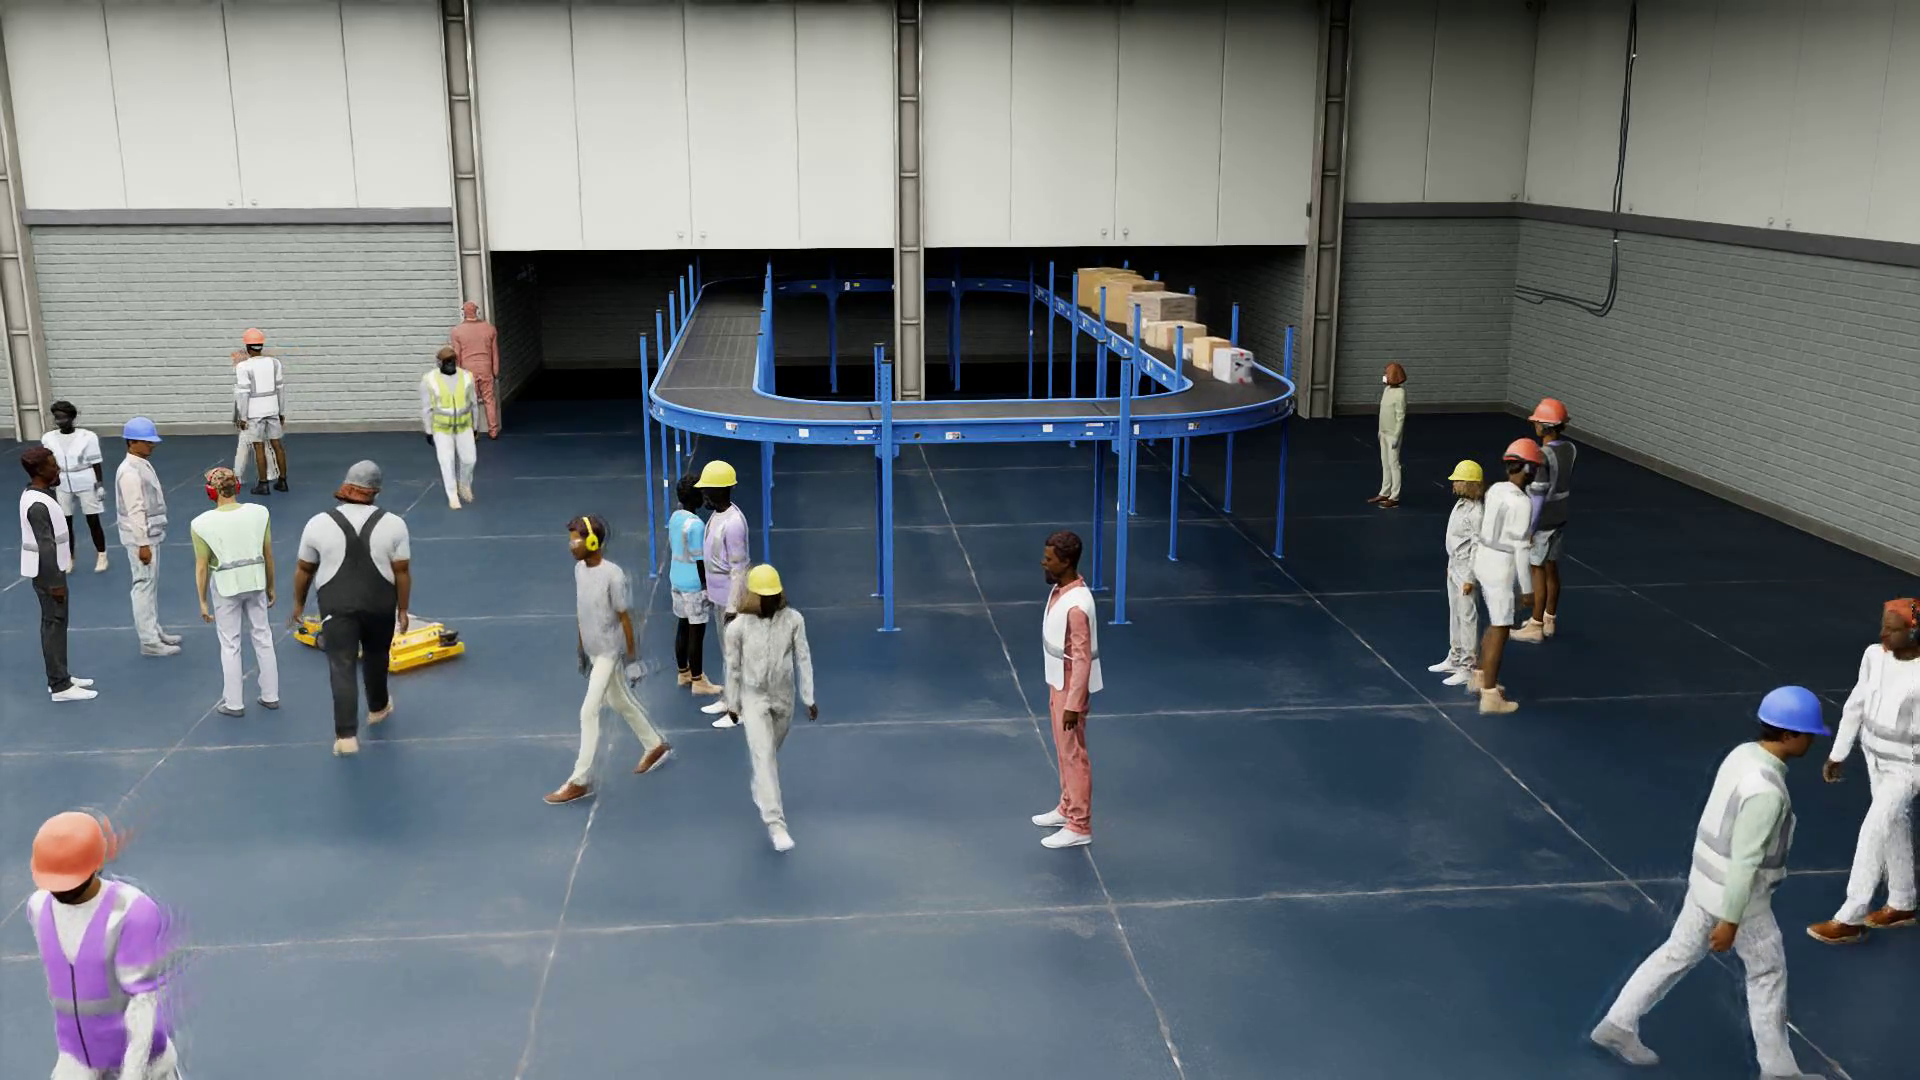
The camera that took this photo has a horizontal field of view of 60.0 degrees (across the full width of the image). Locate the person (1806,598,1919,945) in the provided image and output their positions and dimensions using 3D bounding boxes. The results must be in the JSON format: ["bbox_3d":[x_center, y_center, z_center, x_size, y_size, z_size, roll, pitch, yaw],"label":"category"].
[{"bbox_3d":[4.789,1.203,8.711,0.846,1.850,0.567,-2,14,-6],"label":"person"}]

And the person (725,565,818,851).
[{"bbox_3d":[-1.140,0.963,10.011,0.497,1.690,0.939,-7,16,-27],"label":"person"}]

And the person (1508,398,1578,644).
[{"bbox_3d":[4.825,-0.159,13.778,0.366,2.047,0.607,13,19,42],"label":"person"}]

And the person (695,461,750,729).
[{"bbox_3d":[-1.675,0.382,11.856,0.369,1.928,0.586,-5,15,-19],"label":"person"}]

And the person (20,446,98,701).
[{"bbox_3d":[-6.782,0.249,12.403,0.392,1.922,0.591,-8,16,-30],"label":"person"}]

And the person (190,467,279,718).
[{"bbox_3d":[-5.225,0.384,12.040,0.394,1.836,0.560,13,19,43],"label":"person"}]

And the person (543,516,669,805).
[{"bbox_3d":[-2.287,0.725,10.736,0.975,1.815,0.534,-13,19,-43],"label":"person"}]

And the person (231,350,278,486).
[{"bbox_3d":[-8.546,-1.439,19.782,0.772,1.611,0.525,-9,17,-32],"label":"person"}]

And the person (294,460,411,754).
[{"bbox_3d":[-4.195,0.408,11.522,0.775,2.000,1.003,-5,15,-20],"label":"person"}]

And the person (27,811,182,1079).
[{"bbox_3d":[-3.127,1.839,6.143,0.543,1.880,0.948,2,14,8],"label":"person"}]

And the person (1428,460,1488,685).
[{"bbox_3d":[3.853,0.245,12.781,0.295,1.744,0.485,-1,14,-3],"label":"person"}]

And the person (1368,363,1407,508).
[{"bbox_3d":[4.835,-1.180,18.703,0.285,1.633,0.498,-2,14,-9],"label":"person"}]

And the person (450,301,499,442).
[{"bbox_3d":[-6.575,-2.279,22.552,0.643,1.905,0.399,-9,17,-32],"label":"person"}]

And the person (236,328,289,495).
[{"bbox_3d":[-8.123,-1.489,19.322,0.366,1.935,0.552,10,17,35],"label":"person"}]

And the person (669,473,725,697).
[{"bbox_3d":[-2.009,0.333,12.527,0.319,1.695,0.532,-8,16,-30],"label":"person"}]

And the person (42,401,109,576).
[{"bbox_3d":[-8.442,-0.500,15.875,0.537,1.688,0.340,-2,14,-8],"label":"person"}]

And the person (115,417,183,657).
[{"bbox_3d":[-6.589,-0.029,13.467,0.402,1.943,0.605,-5,15,-18],"label":"person"}]

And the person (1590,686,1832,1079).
[{"bbox_3d":[3.369,1.530,7.356,0.983,1.896,0.600,3,14,11],"label":"person"}]

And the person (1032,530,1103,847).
[{"bbox_3d":[0.652,0.877,9.894,0.374,1.917,0.596,-1,14,-5],"label":"person"}]

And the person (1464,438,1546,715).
[{"bbox_3d":[4.016,0.261,12.184,0.481,2.008,0.698,0,14,1],"label":"person"}]

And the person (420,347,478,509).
[{"bbox_3d":[-5.680,-1.251,18.597,0.630,1.824,0.440,-8,16,-28],"label":"person"}]

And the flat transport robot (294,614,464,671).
[{"bbox_3d":[-4.779,0.776,13.641,1.431,0.197,0.652,11,18,36],"label":"flat transport robot"}]
